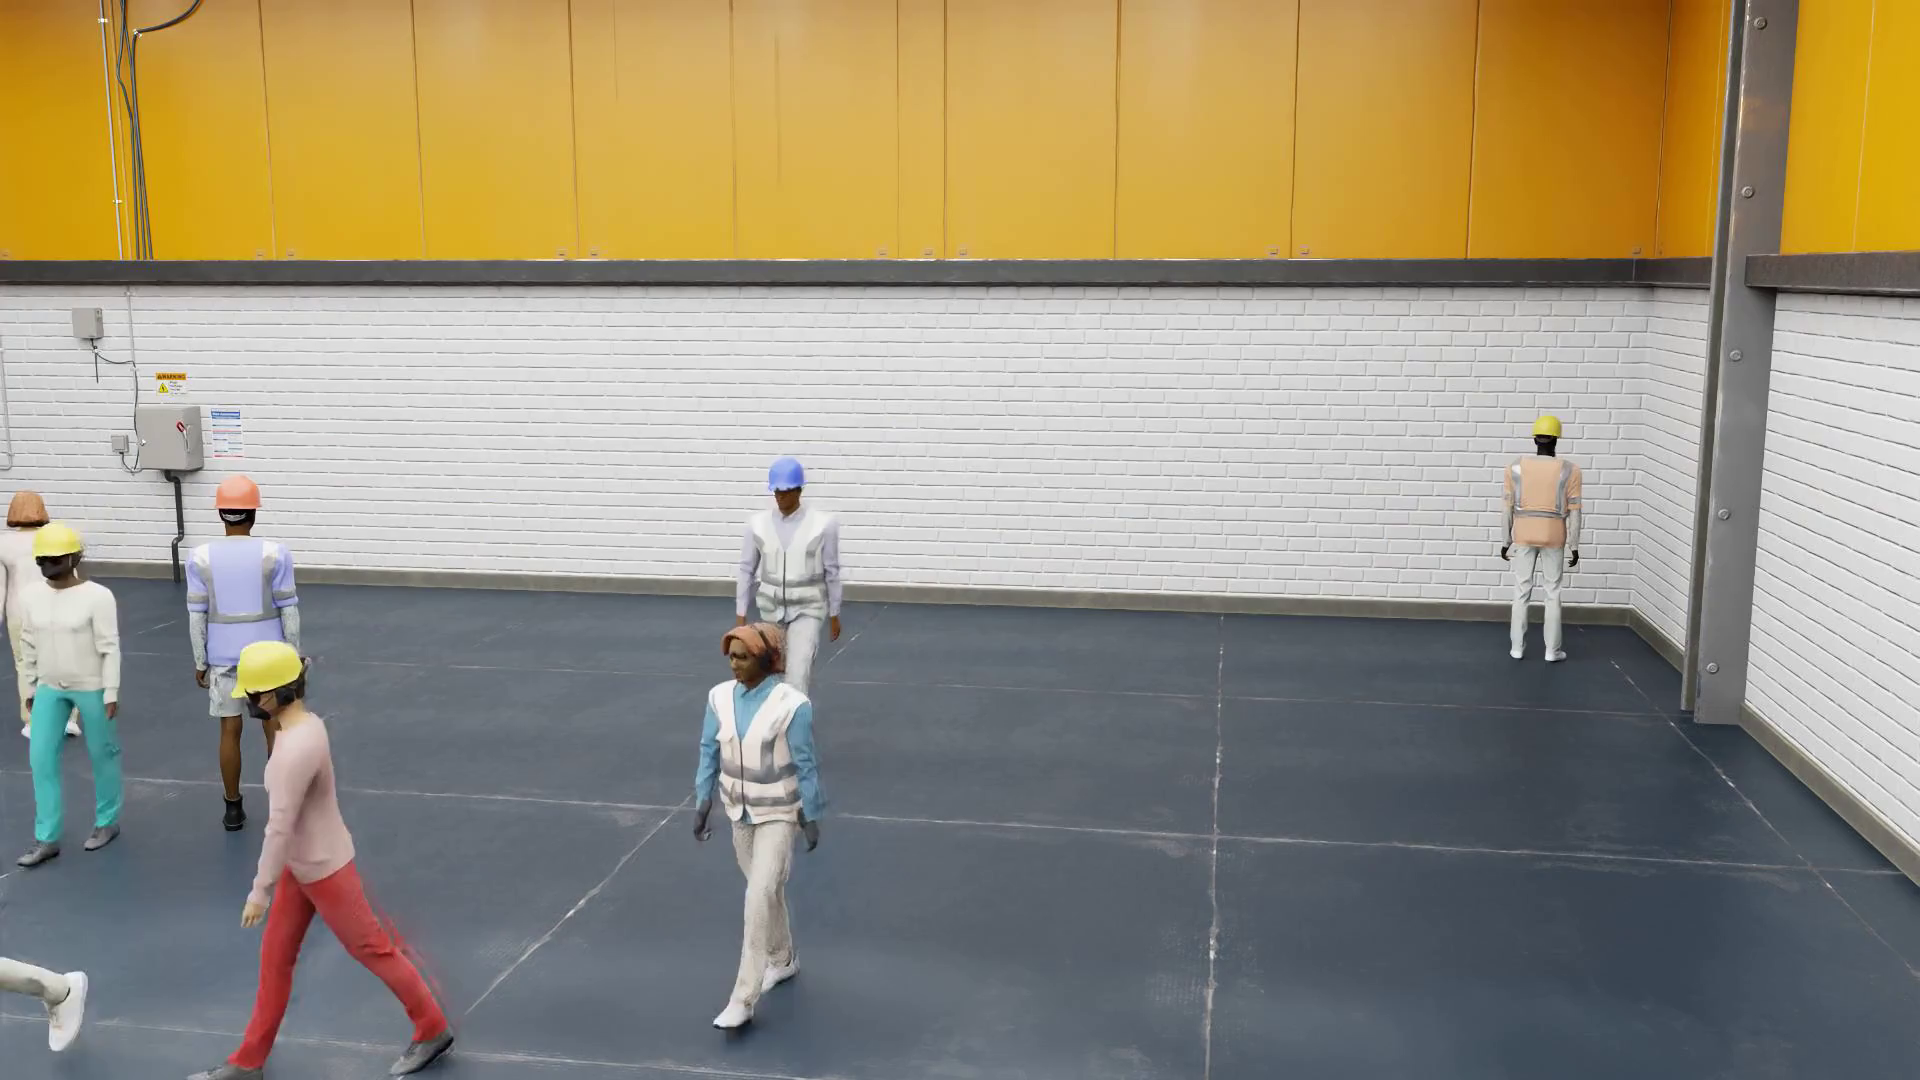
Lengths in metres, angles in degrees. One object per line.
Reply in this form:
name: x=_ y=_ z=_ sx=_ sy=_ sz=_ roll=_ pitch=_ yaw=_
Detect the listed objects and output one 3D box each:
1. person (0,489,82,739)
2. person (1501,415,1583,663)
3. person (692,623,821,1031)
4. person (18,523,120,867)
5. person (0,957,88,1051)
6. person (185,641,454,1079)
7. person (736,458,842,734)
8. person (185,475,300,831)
person: x=-5.980 y=0.489 z=10.768 sx=0.512 sy=1.639 sz=0.306 roll=-6 pitch=11 yaw=-31
person: x=4.508 y=-0.010 z=12.914 sx=0.594 sy=1.922 sz=0.385 roll=5 pitch=10 yaw=27
person: x=-0.880 y=1.148 z=6.745 sx=0.539 sy=1.608 sz=0.775 roll=6 pitch=11 yaw=33
person: x=-4.595 y=0.790 z=8.506 sx=0.547 sy=1.741 sz=0.711 roll=0 pitch=9 yaw=0
person: x=-3.641 y=1.145 z=6.056 sx=0.532 sy=1.839 sz=0.702 roll=5 pitch=10 yaw=28
person: x=-2.368 y=1.197 z=6.152 sx=0.944 sy=1.705 sz=0.534 roll=-4 pitch=10 yaw=-23
person: x=-1.069 y=0.429 z=10.319 sx=0.639 sy=1.893 sz=1.018 roll=2 pitch=9 yaw=12
person: x=-3.874 y=0.611 z=9.041 sx=0.551 sy=1.936 sz=0.356 roll=-3 pitch=10 yaw=-17
